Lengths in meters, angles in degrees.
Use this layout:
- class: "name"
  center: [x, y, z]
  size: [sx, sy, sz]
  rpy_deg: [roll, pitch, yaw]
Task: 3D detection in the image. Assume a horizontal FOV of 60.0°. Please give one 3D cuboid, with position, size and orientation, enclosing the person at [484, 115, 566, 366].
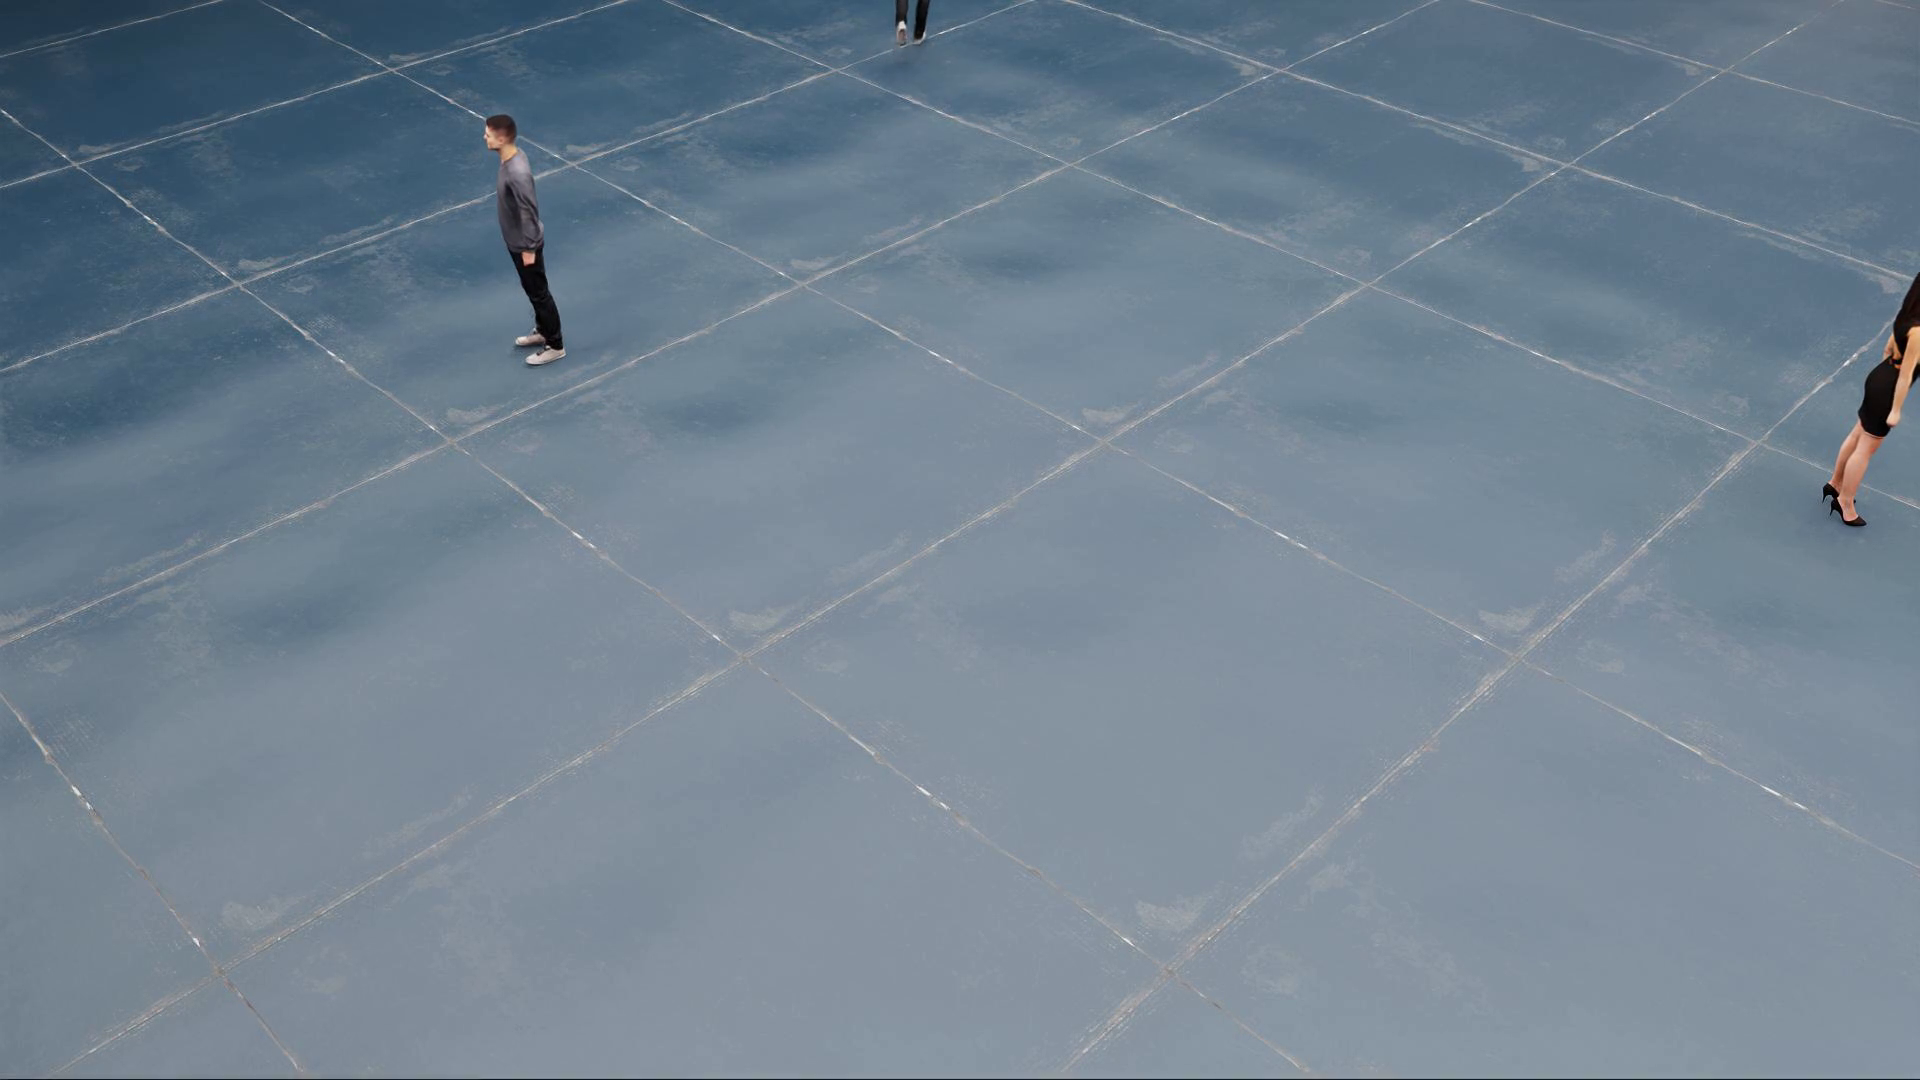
- class: "person"
  center: [-2.922, -2.025, 11.174]
  size: [0.649, 1.761, 0.683]
  rpy_deg: [-15, 40, -18]

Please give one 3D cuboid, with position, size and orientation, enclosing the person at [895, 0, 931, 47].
- class: "person"
  center: [-0.448, -5.519, 15.786]
  size: [0.940, 1.742, 1.025]
  rpy_deg: [4, 37, 5]

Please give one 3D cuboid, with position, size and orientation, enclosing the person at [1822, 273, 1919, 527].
- class: "person"
  center: [5.402, -0.845, 9.714]
  size: [0.683, 1.650, 0.570]
  rpy_deg: [10, 38, 13]
